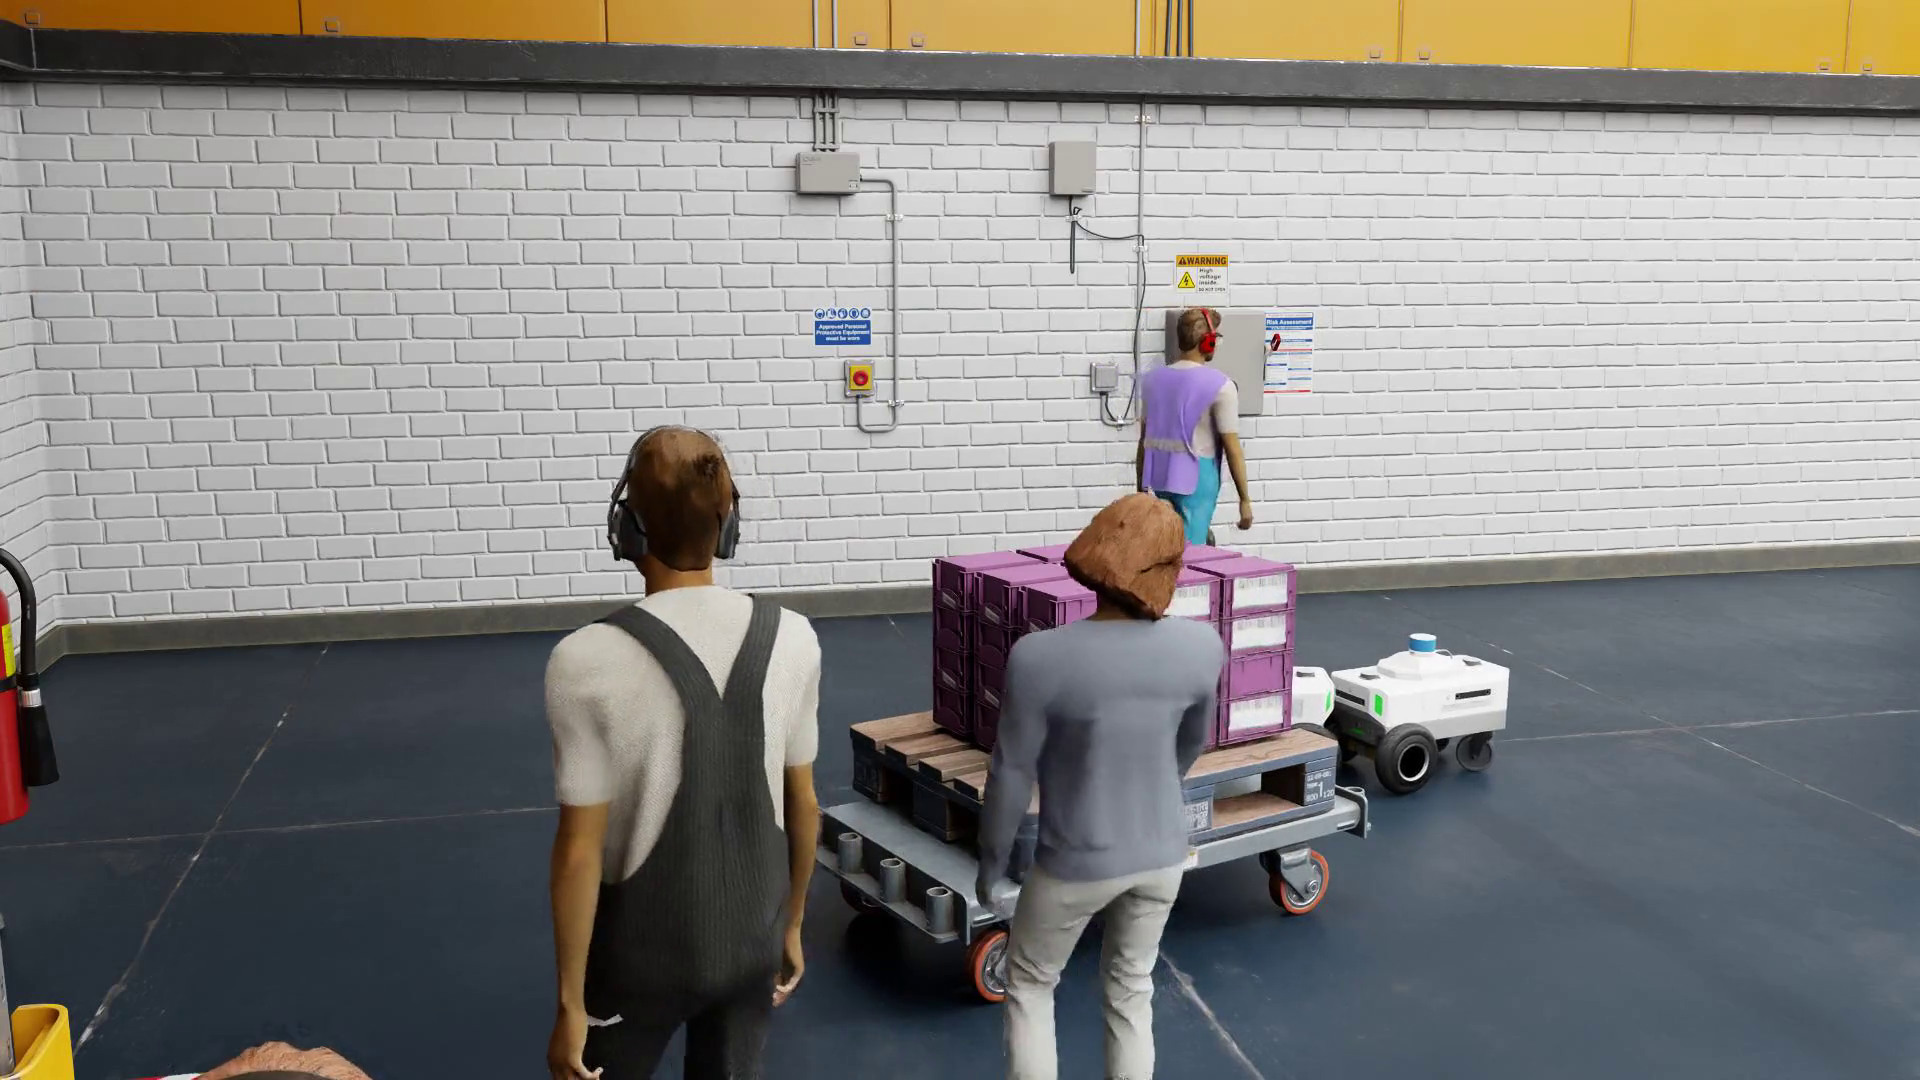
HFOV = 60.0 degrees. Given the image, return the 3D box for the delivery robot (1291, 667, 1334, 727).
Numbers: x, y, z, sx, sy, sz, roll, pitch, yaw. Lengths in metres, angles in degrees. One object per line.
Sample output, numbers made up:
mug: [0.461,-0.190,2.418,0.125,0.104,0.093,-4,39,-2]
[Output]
delivery robot: [1.105,0.630,6.596,0.707,0.478,0.477,0,10,3]

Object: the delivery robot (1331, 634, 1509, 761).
delivery robot: [1.844,0.619,6.658,0.707,0.478,0.477,-5,11,-25]

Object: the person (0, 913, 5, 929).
person: [-3.185,0.236,4.918,0.615,2.041,0.392,5,11,25]

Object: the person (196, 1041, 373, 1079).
person: [-0.436,1.112,1.204,0.531,1.627,0.413,-5,11,-24]

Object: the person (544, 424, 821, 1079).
person: [-0.494,0.708,2.898,0.541,1.823,0.416,-8,13,-37]

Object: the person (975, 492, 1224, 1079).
person: [0.283,0.684,3.633,0.532,1.612,0.425,-3,11,-18]

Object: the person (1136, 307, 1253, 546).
person: [1.208,-0.245,8.268,0.930,1.795,0.582,-7,13,-36]
